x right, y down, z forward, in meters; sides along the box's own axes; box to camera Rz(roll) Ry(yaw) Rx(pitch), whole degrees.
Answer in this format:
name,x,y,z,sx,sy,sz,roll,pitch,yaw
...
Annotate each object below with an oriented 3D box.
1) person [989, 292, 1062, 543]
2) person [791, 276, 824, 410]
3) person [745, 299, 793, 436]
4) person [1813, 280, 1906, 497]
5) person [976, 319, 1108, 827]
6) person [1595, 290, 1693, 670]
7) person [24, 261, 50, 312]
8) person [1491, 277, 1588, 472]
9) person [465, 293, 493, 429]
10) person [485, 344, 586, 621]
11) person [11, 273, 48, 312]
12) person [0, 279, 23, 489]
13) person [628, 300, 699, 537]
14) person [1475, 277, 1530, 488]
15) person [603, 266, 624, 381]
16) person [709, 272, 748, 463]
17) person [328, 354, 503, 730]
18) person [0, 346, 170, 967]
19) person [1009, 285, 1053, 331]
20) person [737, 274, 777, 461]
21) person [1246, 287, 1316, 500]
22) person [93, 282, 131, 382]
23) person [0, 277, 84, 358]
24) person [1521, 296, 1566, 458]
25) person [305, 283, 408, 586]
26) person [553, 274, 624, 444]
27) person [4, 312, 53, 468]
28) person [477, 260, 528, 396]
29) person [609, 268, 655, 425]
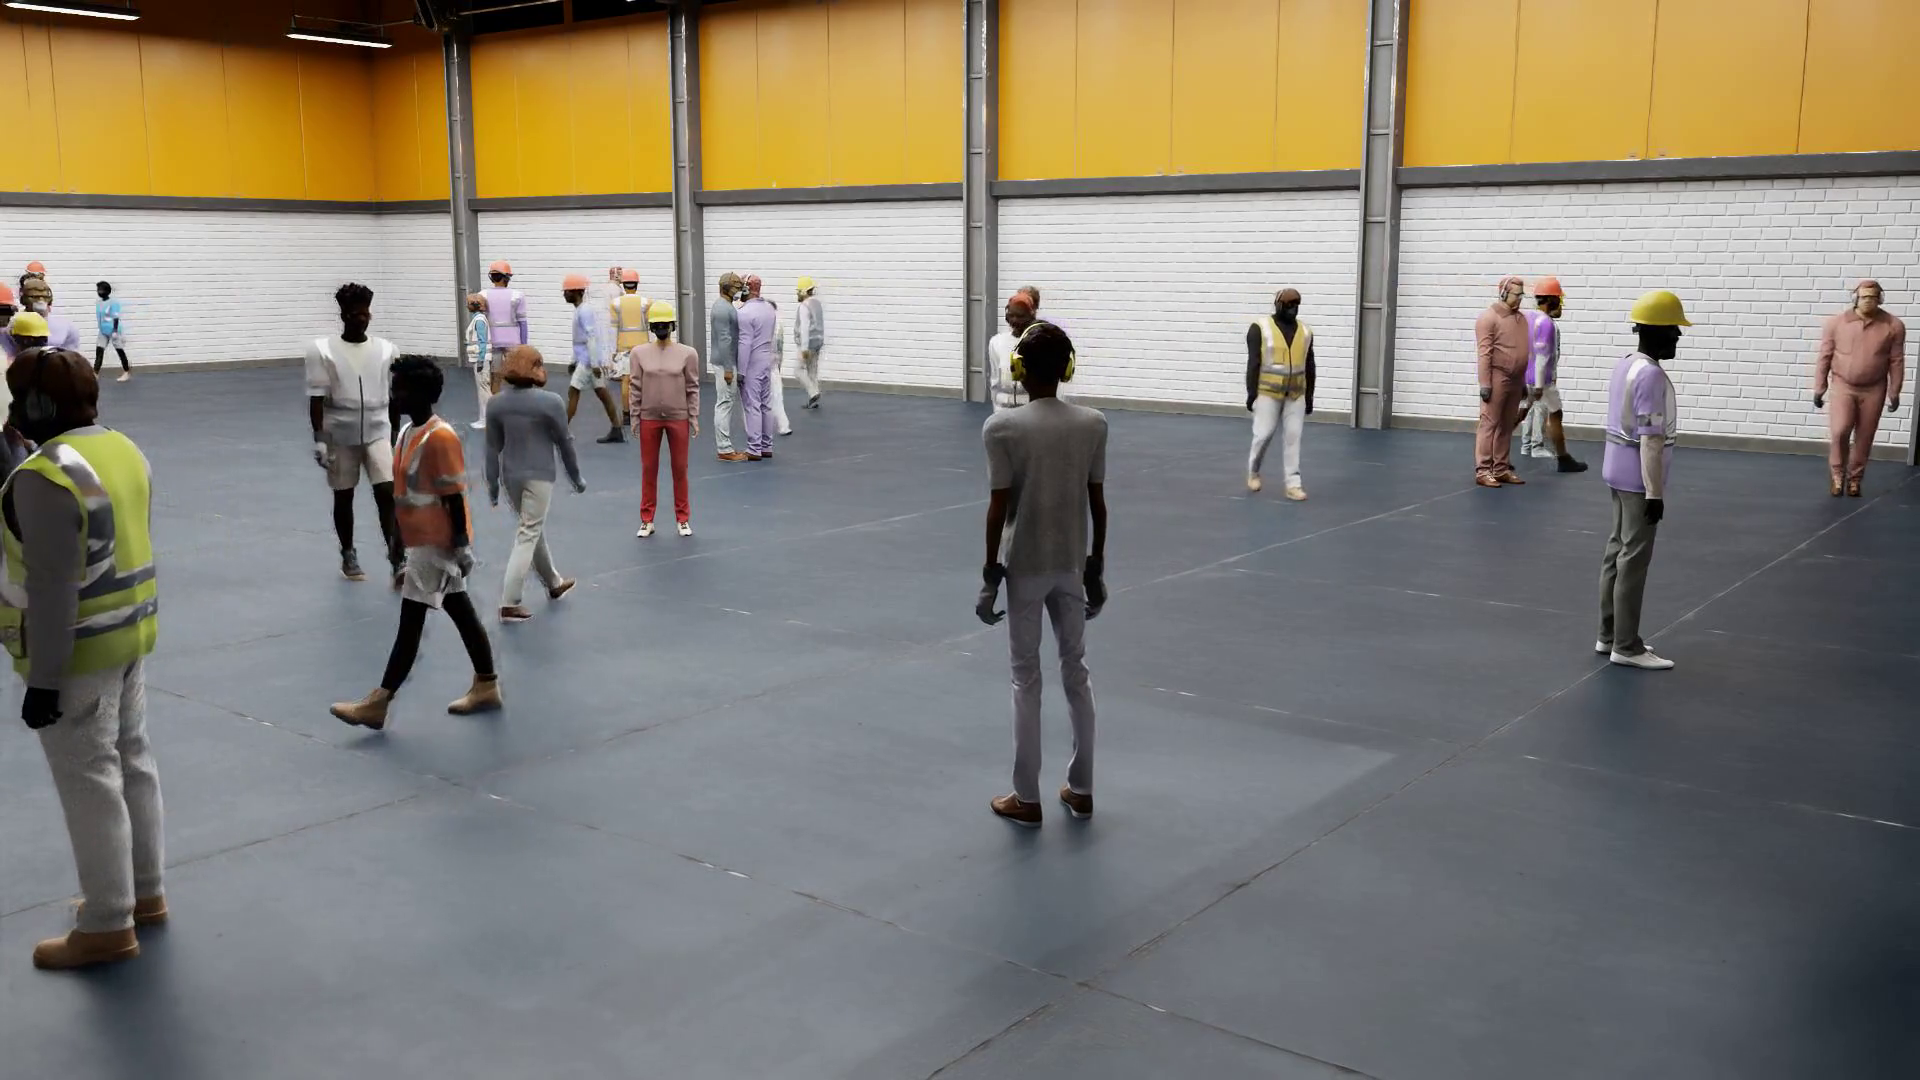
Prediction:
name,x,y,z,sx,sy,sz,roll,pitch,yaw
person,0.517,-0.934,12.453,0.587,1.846,0.942,4,11,22
person,-2.050,-2.644,22.469,0.417,1.815,0.600,3,10,20
person,-2.285,-2.010,19.420,0.526,1.591,0.878,-6,11,-30
person,7.790,-1.300,14.408,0.678,1.883,0.569,4,11,22
person,0.303,0.127,6.161,0.516,1.871,0.325,-4,10,-21
person,3.501,-0.310,8.538,0.369,1.927,0.588,1,10,7
person,-14.979,-3.527,27.065,0.609,1.996,0.379,8,12,37
person,5.588,-1.588,16.094,0.985,1.899,0.554,-1,10,-4
person,-5.836,-2.171,20.211,0.307,1.639,0.525,-4,10,-20
person,-2.502,-0.349,9.761,0.495,1.585,0.872,4,10,21
person,-10.669,-2.091,19.055,0.678,1.877,0.607,1,10,8
person,-6.593,-0.754,11.047,0.772,1.964,0.614,-4,11,-22
person,-2.208,-0.898,12.428,0.523,1.769,0.319,-1,10,-7
person,4.969,-1.436,15.165,0.638,1.906,0.407,-7,12,-37
person,-5.721,-3.605,27.781,0.401,1.910,0.641,-4,11,-23
person,-2.363,-1.757,16.951,0.372,1.934,0.627,-1,10,-6
person,-2.458,0.011,7.417,0.849,1.656,0.553,-6,11,-32
person,-2.639,0.344,4.981,0.429,1.842,0.631,-1,10,-5
person,0.681,-1.469,15.588,0.522,1.820,0.592,8,13,39
person,-2.138,-1.763,17.060,0.408,1.909,0.638,3,10,19
person,2.780,-1.270,14.417,0.660,1.826,0.618,-2,10,-13
person,-14.031,-3.396,27.277,0.552,1.647,0.843,4,11,23
person,-7.294,-1.115,13.242,0.656,1.921,0.574,-8,13,-39
person,6.113,-1.727,17.351,0.323,1.736,0.484,-1,10,-7
person,-3.781,-0.646,10.512,0.607,1.924,0.960,-6,11,-31
person,-4.227,-1.992,18.457,0.999,1.877,0.548,-2,10,-10
person,-6.438,-0.719,11.504,0.900,1.720,0.514,3,10,18
person,-5.612,-2.404,20.415,0.609,2.036,0.402,-2,10,-10
person,-4.046,-2.385,20.584,0.543,1.940,0.361,-2,10,-9
